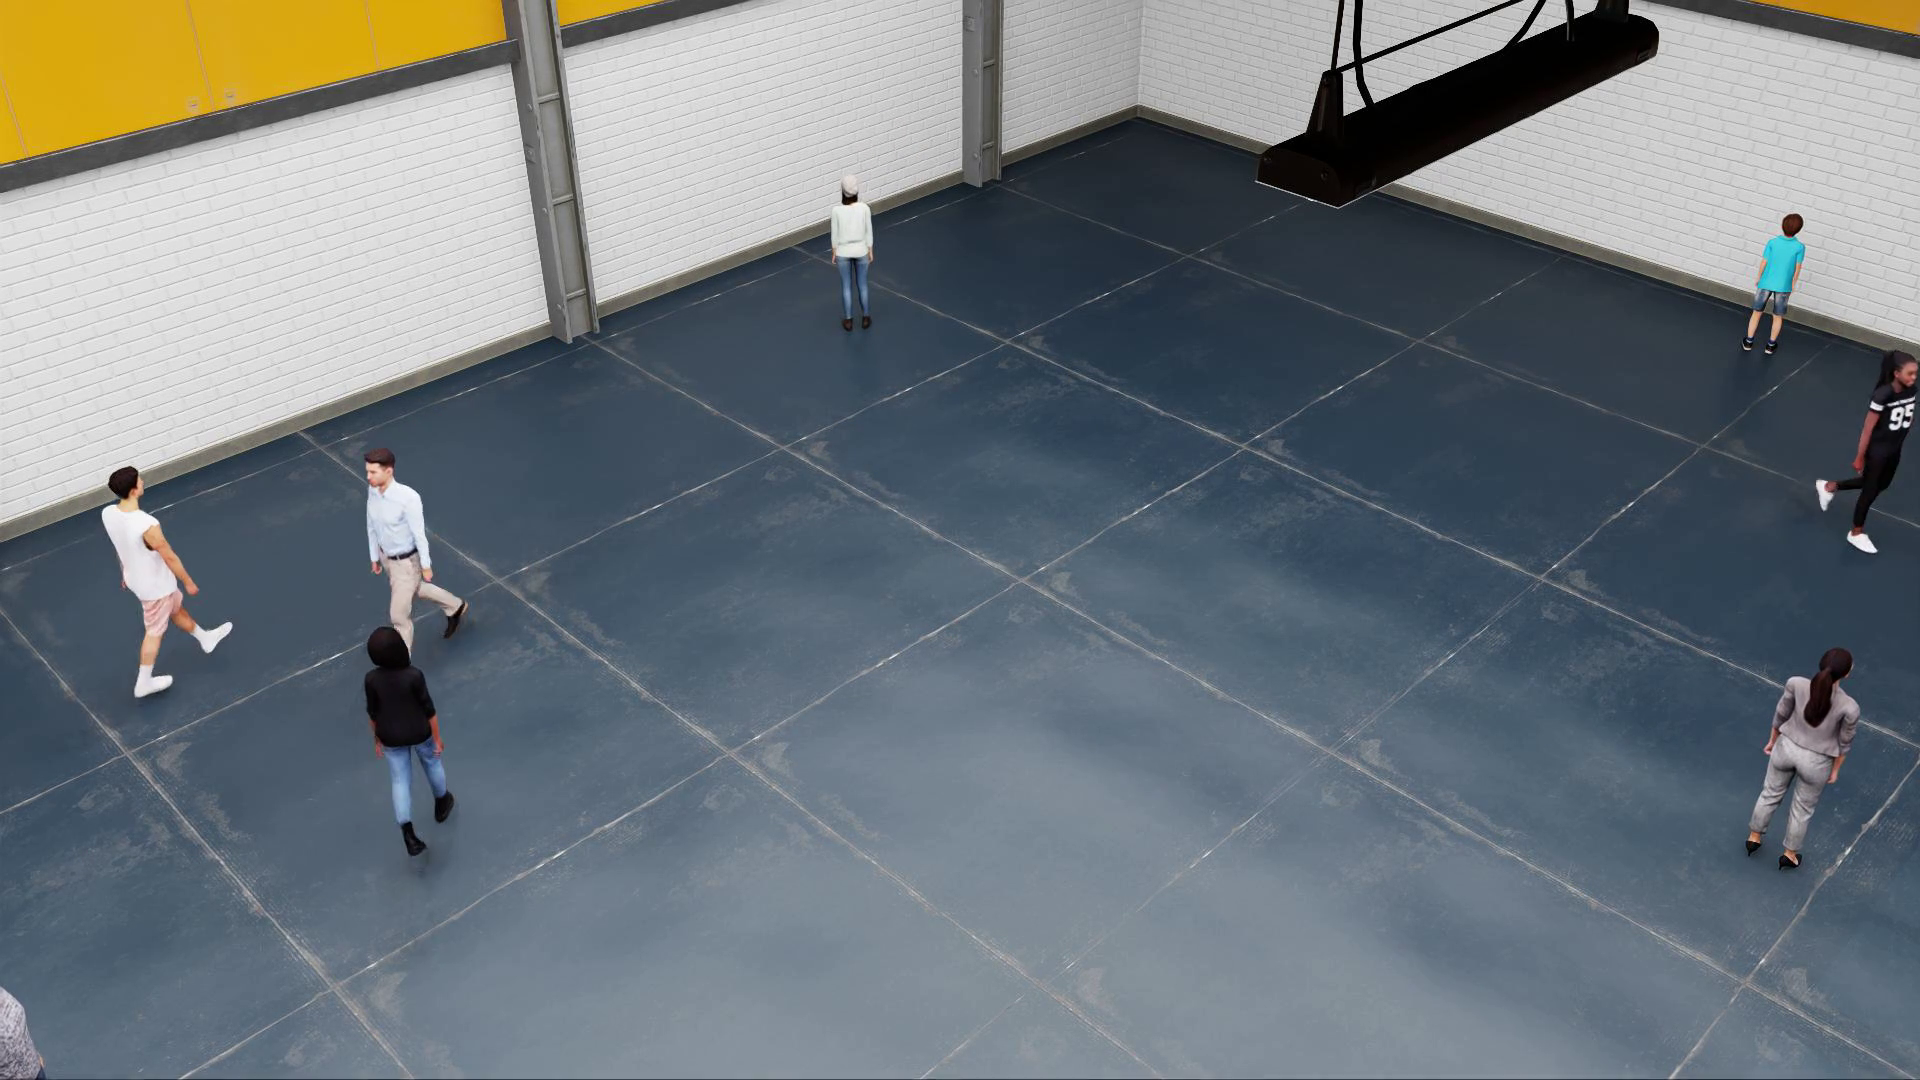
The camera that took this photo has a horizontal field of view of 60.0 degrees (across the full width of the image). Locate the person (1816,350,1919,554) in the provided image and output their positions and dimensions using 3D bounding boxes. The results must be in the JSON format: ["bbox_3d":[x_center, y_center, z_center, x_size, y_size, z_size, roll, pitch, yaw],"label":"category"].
[{"bbox_3d":[7.434,-0.764,13.568,0.974,1.711,0.872,-15,36,-21],"label":"person"}]

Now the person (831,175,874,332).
[{"bbox_3d":[-1.093,-2.925,16.879,0.603,1.644,0.702,-5,34,-8],"label":"person"}]

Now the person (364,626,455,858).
[{"bbox_3d":[-3.499,1.290,10.503,0.983,1.682,0.970,-5,34,-8],"label":"person"}]

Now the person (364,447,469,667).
[{"bbox_3d":[-4.020,0.111,12.152,0.851,1.820,1.273,19,38,26],"label":"person"}]

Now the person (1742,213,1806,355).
[{"bbox_3d":[8.096,-2.555,16.499,0.578,1.449,0.574,16,37,22],"label":"person"}]

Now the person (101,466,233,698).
[{"bbox_3d":[-5.846,0.339,11.882,0.863,1.739,1.210,18,38,25],"label":"person"}]

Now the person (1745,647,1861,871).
[{"bbox_3d":[5.259,1.367,10.392,0.568,1.678,0.607,-28,43,-35],"label":"person"}]
